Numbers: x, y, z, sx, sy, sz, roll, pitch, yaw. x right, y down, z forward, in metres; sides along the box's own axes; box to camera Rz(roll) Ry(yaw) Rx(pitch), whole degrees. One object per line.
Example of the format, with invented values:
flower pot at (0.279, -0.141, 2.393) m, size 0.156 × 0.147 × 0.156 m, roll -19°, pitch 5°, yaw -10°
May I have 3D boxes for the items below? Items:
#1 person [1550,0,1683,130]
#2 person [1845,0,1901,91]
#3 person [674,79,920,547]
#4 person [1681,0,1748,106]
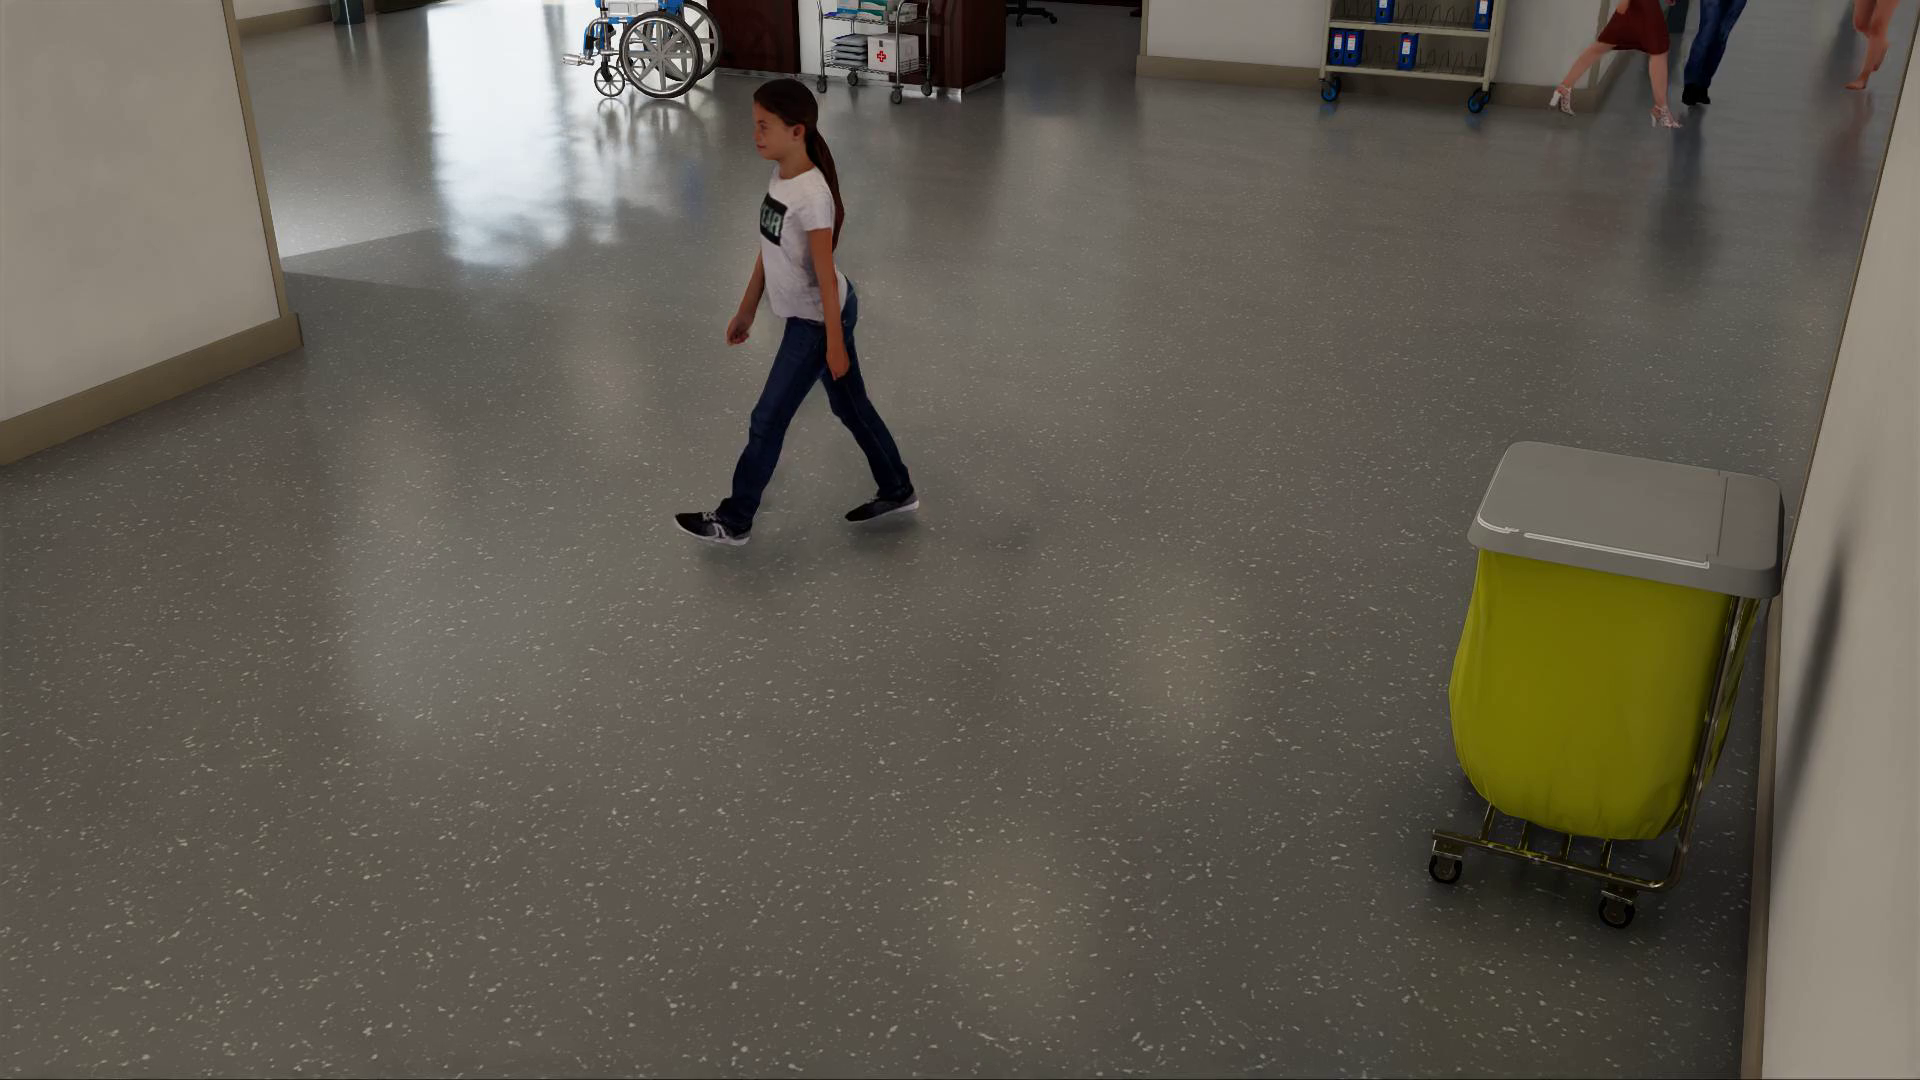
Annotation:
person at (4.515, -3.642, 11.280) m, size 1.084 × 1.705 × 0.597 m, roll 11°, pitch 28°, yaw 22°
person at (7.141, -4.338, 12.738) m, size 0.929 × 1.692 × 0.973 m, roll -18°, pitch 31°, yaw -32°
person at (-0.407, -0.706, 5.412) m, size 1.095 × 1.513 × 0.998 m, roll -8°, pitch 27°, yaw -15°
person at (5.579, -4.107, 12.080) m, size 0.776 × 1.849 × 0.889 m, roll 5°, pitch 26°, yaw 9°
